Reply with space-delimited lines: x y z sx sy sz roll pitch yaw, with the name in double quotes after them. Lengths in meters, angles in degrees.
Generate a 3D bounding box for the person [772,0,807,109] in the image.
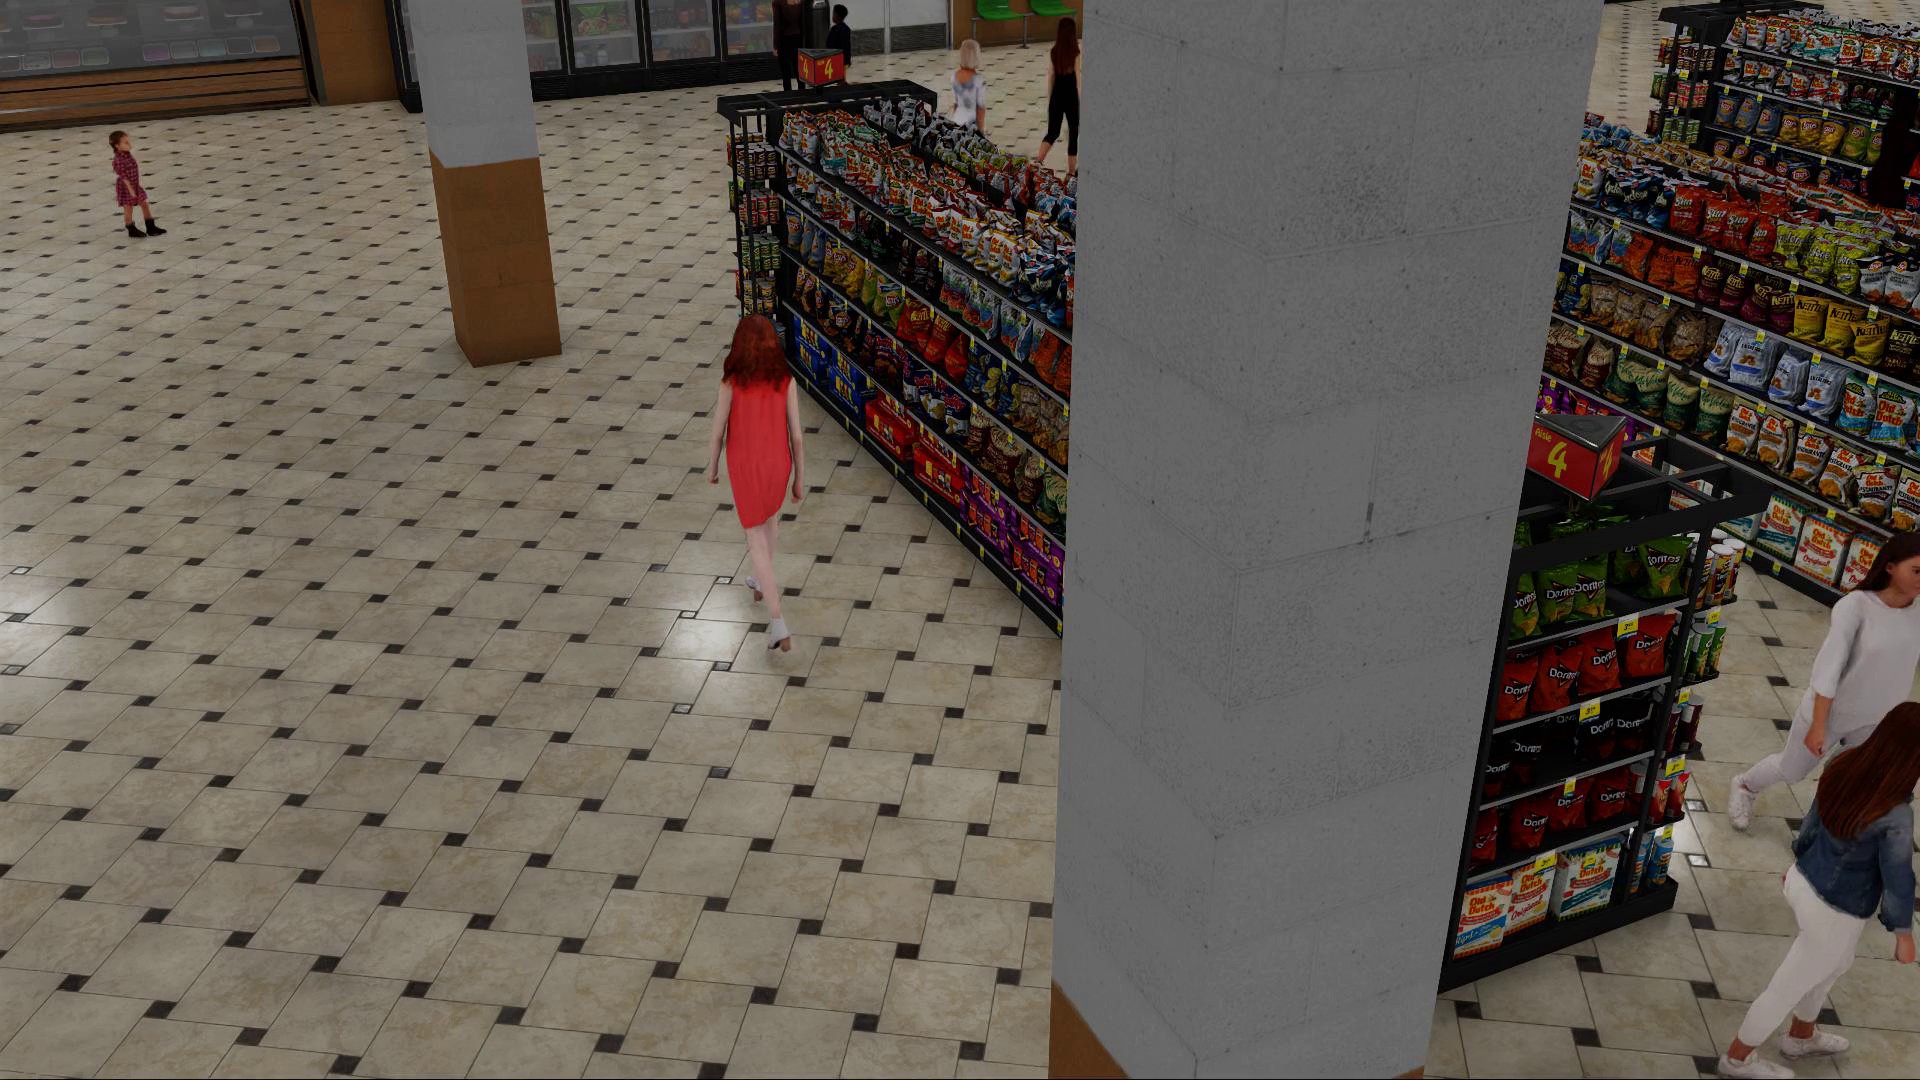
-2.075 -6.047 20.278 0.662 1.704 0.612 -23 35 -37 "person"

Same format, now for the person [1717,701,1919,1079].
2.960 1.284 5.852 0.878 1.677 0.835 2 27 3 "person"

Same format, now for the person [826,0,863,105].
-1.440 -5.974 20.629 0.879 1.257 0.789 13 29 23 "person"

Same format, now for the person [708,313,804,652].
-1.033 -0.260 8.784 0.610 1.779 1.137 -11 29 -21 "person"

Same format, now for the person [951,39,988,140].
0.051 -3.920 16.046 0.719 1.739 0.781 16 31 28 "person"

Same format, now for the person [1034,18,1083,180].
1.041 -4.506 17.237 1.026 1.707 0.967 17 32 30 "person"

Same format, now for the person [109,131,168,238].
-7.909 -3.357 15.741 0.624 1.010 0.589 3 27 6 "person"

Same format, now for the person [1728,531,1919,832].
3.686 0.697 7.029 0.830 1.660 1.120 -2 27 -3 "person"

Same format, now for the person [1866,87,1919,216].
8.028 -3.079 14.368 0.747 1.757 0.755 23 35 38 "person"

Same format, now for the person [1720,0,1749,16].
9.904 -6.691 21.339 0.699 1.894 0.618 -15 30 -26 "person"
